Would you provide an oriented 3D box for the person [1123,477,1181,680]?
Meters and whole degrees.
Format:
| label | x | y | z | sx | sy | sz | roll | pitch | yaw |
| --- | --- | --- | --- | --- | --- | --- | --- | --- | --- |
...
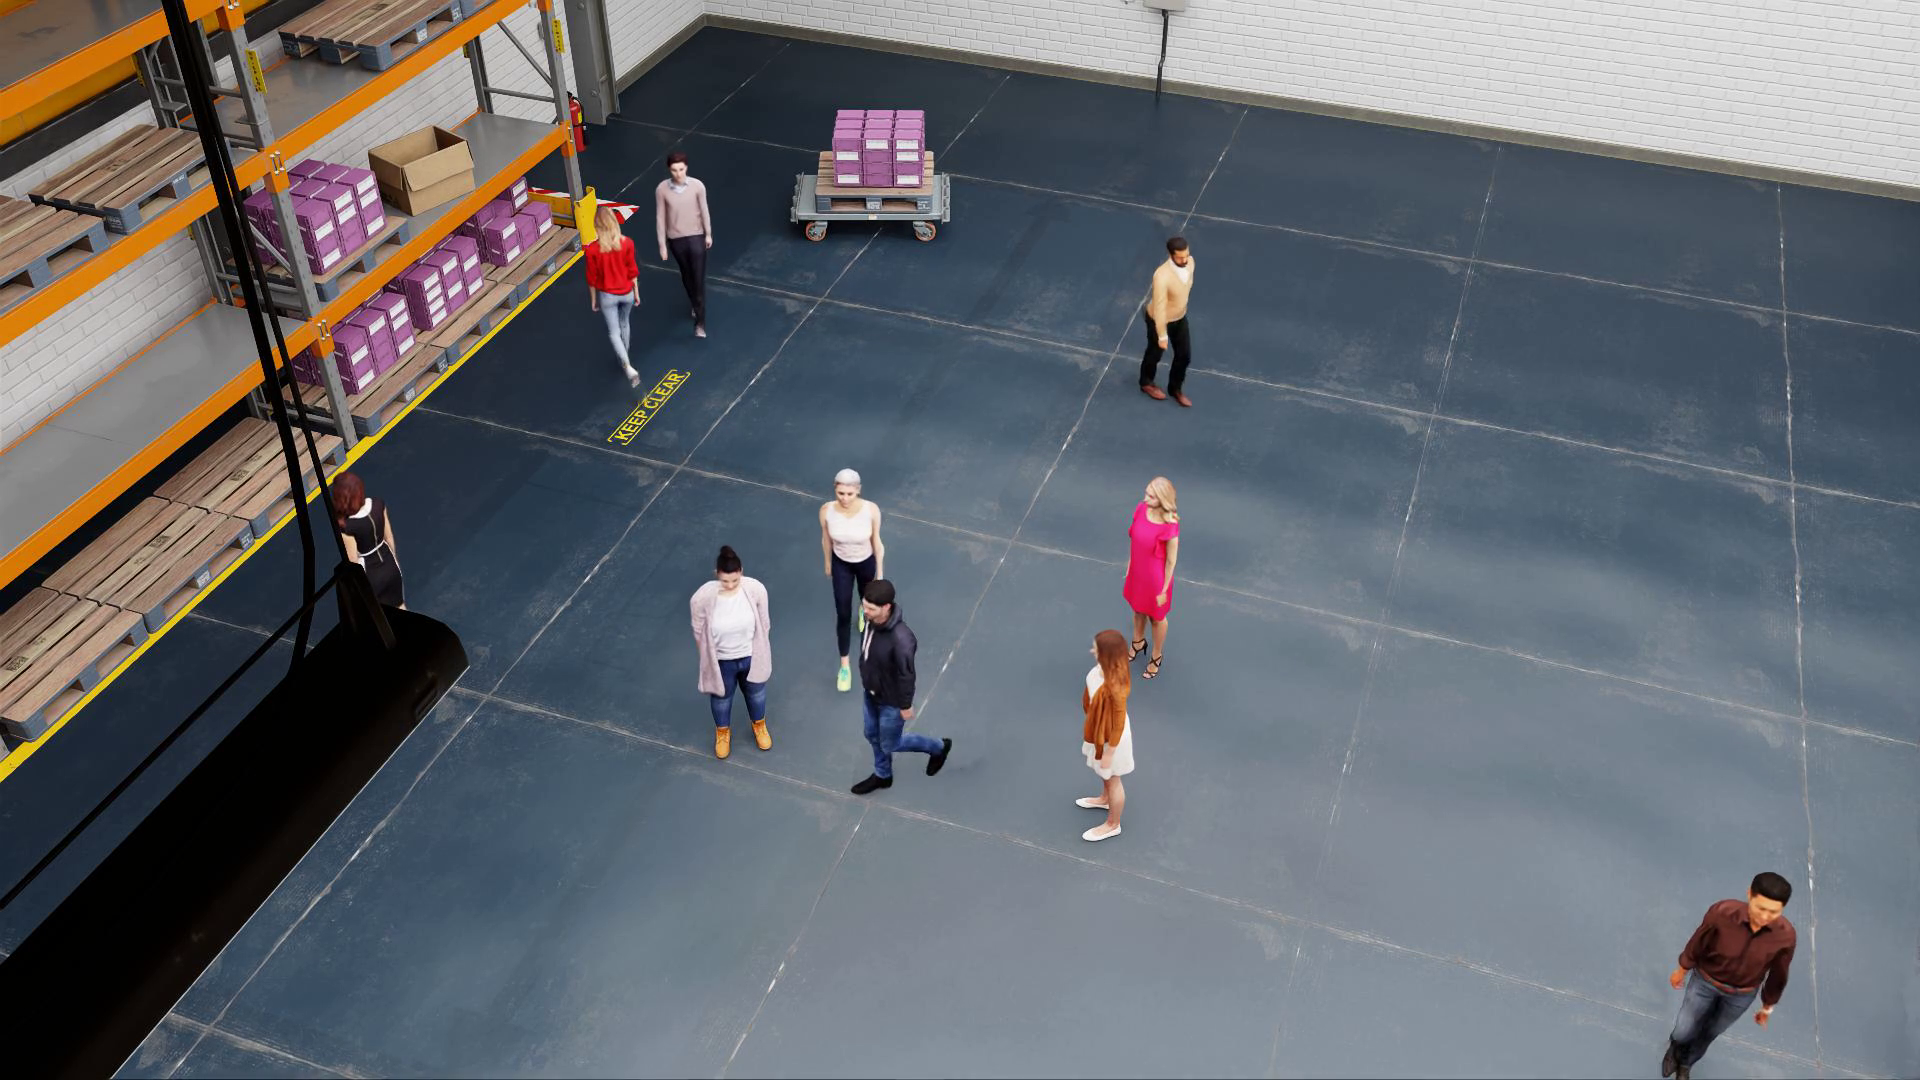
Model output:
| label | x | y | z | sx | sy | sz | roll | pitch | yaw |
| --- | --- | --- | --- | --- | --- | --- | --- | --- | --- |
| person | 1.360 | 0.247 | 11.771 | 0.698 | 1.728 | 0.663 | -24 | 44 | -27 |

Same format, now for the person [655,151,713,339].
| label | x | y | z | sx | sy | sz | roll | pitch | yaw |
| --- | --- | --- | --- | --- | --- | --- | --- | --- | --- |
| person | -2.572 | -2.850 | 15.618 | 0.982 | 1.769 | 1.231 | -4 | 39 | -5 |

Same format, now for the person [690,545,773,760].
| label | x | y | z | sx | sy | sz | roll | pitch | yaw |
| --- | --- | --- | --- | --- | --- | --- | --- | --- | --- |
| person | -1.515 | 0.728 | 11.155 | 0.800 | 1.746 | 0.824 | -9 | 40 | -11 |

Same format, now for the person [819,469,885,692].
| label | x | y | z | sx | sy | sz | roll | pitch | yaw |
| --- | --- | --- | --- | --- | --- | --- | --- | --- | --- |
| person | -0.740 | 0.141 | 11.964 | 0.895 | 1.653 | 1.252 | 0 | 39 | -1 |

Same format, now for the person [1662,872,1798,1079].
| label | x | y | z | sx | sy | sz | roll | pitch | yaw |
| --- | --- | --- | --- | --- | --- | --- | --- | --- | --- |
| person | 4.175 | 2.360 | 9.091 | 0.670 | 1.772 | 0.592 | 14 | 41 | 17 |

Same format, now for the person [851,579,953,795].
| label | x | y | z | sx | sy | sz | roll | pitch | yaw |
| --- | --- | --- | --- | --- | --- | --- | --- | --- | --- |
| person | -0.376 | 0.943 | 10.786 | 1.077 | 1.871 | 1.003 | -18 | 42 | -21 |

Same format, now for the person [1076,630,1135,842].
| label | x | y | z | sx | sy | sz | roll | pitch | yaw |
| --- | --- | --- | --- | --- | --- | --- | --- | --- | --- |
| person | 0.957 | 1.211 | 10.572 | 0.756 | 1.718 | 0.638 | -2 | 39 | -3 |

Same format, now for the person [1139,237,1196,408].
| label | x | y | z | sx | sy | sz | roll | pitch | yaw |
| --- | --- | --- | --- | --- | --- | --- | --- | --- | --- |
| person | 1.783 | -1.951 | 14.539 | 0.939 | 1.709 | 0.896 | 28 | 46 | 30 |

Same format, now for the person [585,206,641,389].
| label | x | y | z | sx | sy | sz | roll | pitch | yaw |
| --- | --- | --- | --- | --- | --- | --- | --- | --- | --- |
| person | -3.041 | -2.128 | 14.785 | 1.025 | 1.680 | 1.092 | -15 | 41 | -18 |

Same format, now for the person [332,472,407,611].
| label | x | y | z | sx | sy | sz | roll | pitch | yaw |
| --- | --- | --- | --- | --- | --- | --- | --- | --- | --- |
| person | -4.089 | 0.265 | 11.694 | 0.654 | 1.796 | 0.465 | 18 | 42 | 21 |
